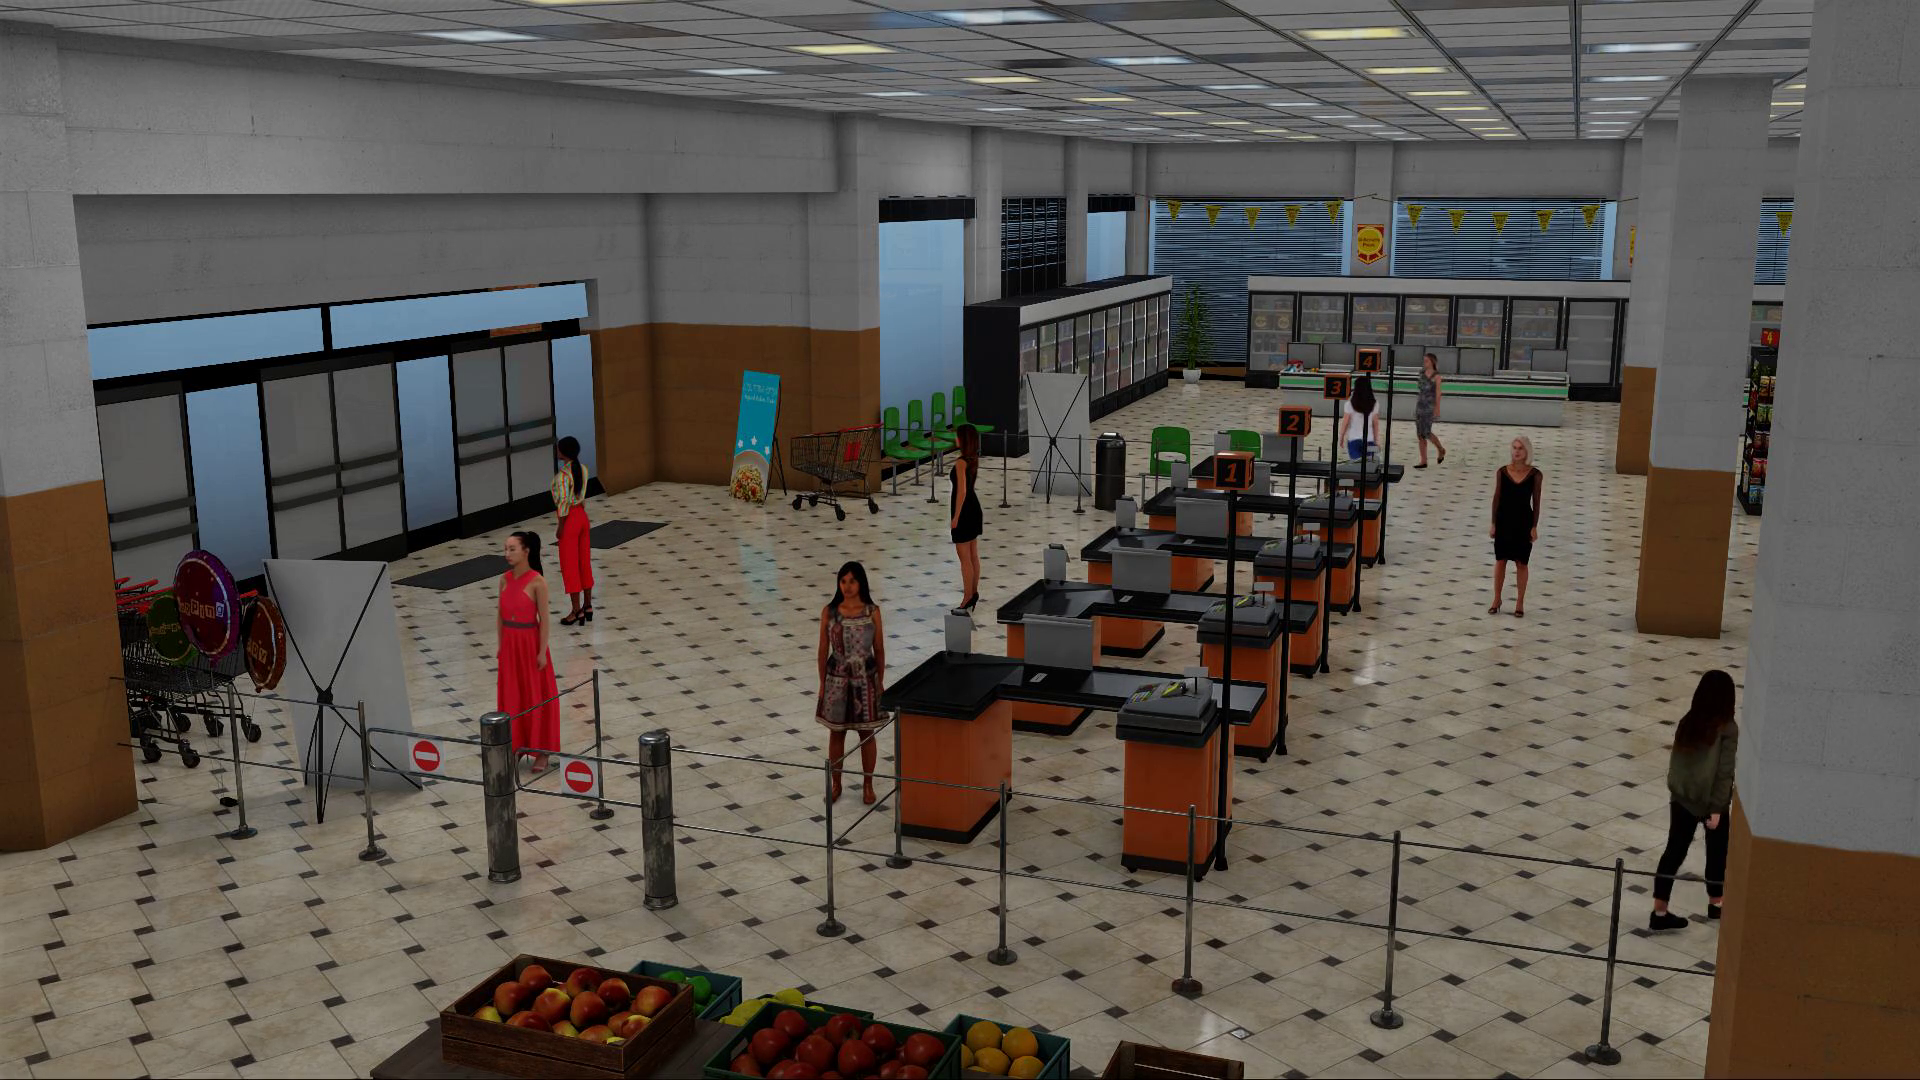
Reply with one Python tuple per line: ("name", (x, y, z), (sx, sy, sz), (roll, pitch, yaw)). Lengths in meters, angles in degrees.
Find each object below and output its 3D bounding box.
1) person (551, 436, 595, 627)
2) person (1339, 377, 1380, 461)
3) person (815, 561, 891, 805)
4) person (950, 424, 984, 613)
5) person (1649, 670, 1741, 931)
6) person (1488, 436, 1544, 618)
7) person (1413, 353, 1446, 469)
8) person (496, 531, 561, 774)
("person", (-3.634, -0.092, 15.629), (0.511, 1.793, 0.587), (4, 13, 20))
("person", (5.141, -1.216, 21.307), (0.983, 1.654, 0.913), (0, 12, -2))
("person", (-0.713, 0.943, 11.078), (0.580, 1.645, 0.769), (0, 12, 2))
("person", (0.058, -0.211, 16.094), (0.506, 1.835, 0.570), (4, 13, 20))
("person", (4.010, 1.465, 9.108), (0.971, 1.434, 0.922), (-4, 13, -18))
("person", (5.324, -0.136, 15.952), (0.513, 1.748, 0.696), (7, 14, 31))
("person", (6.925, -1.887, 24.405), (0.861, 1.689, 0.799), (-5, 13, -24))
("person", (-3.047, 0.779, 11.654), (0.525, 1.727, 0.687), (5, 13, 24))
